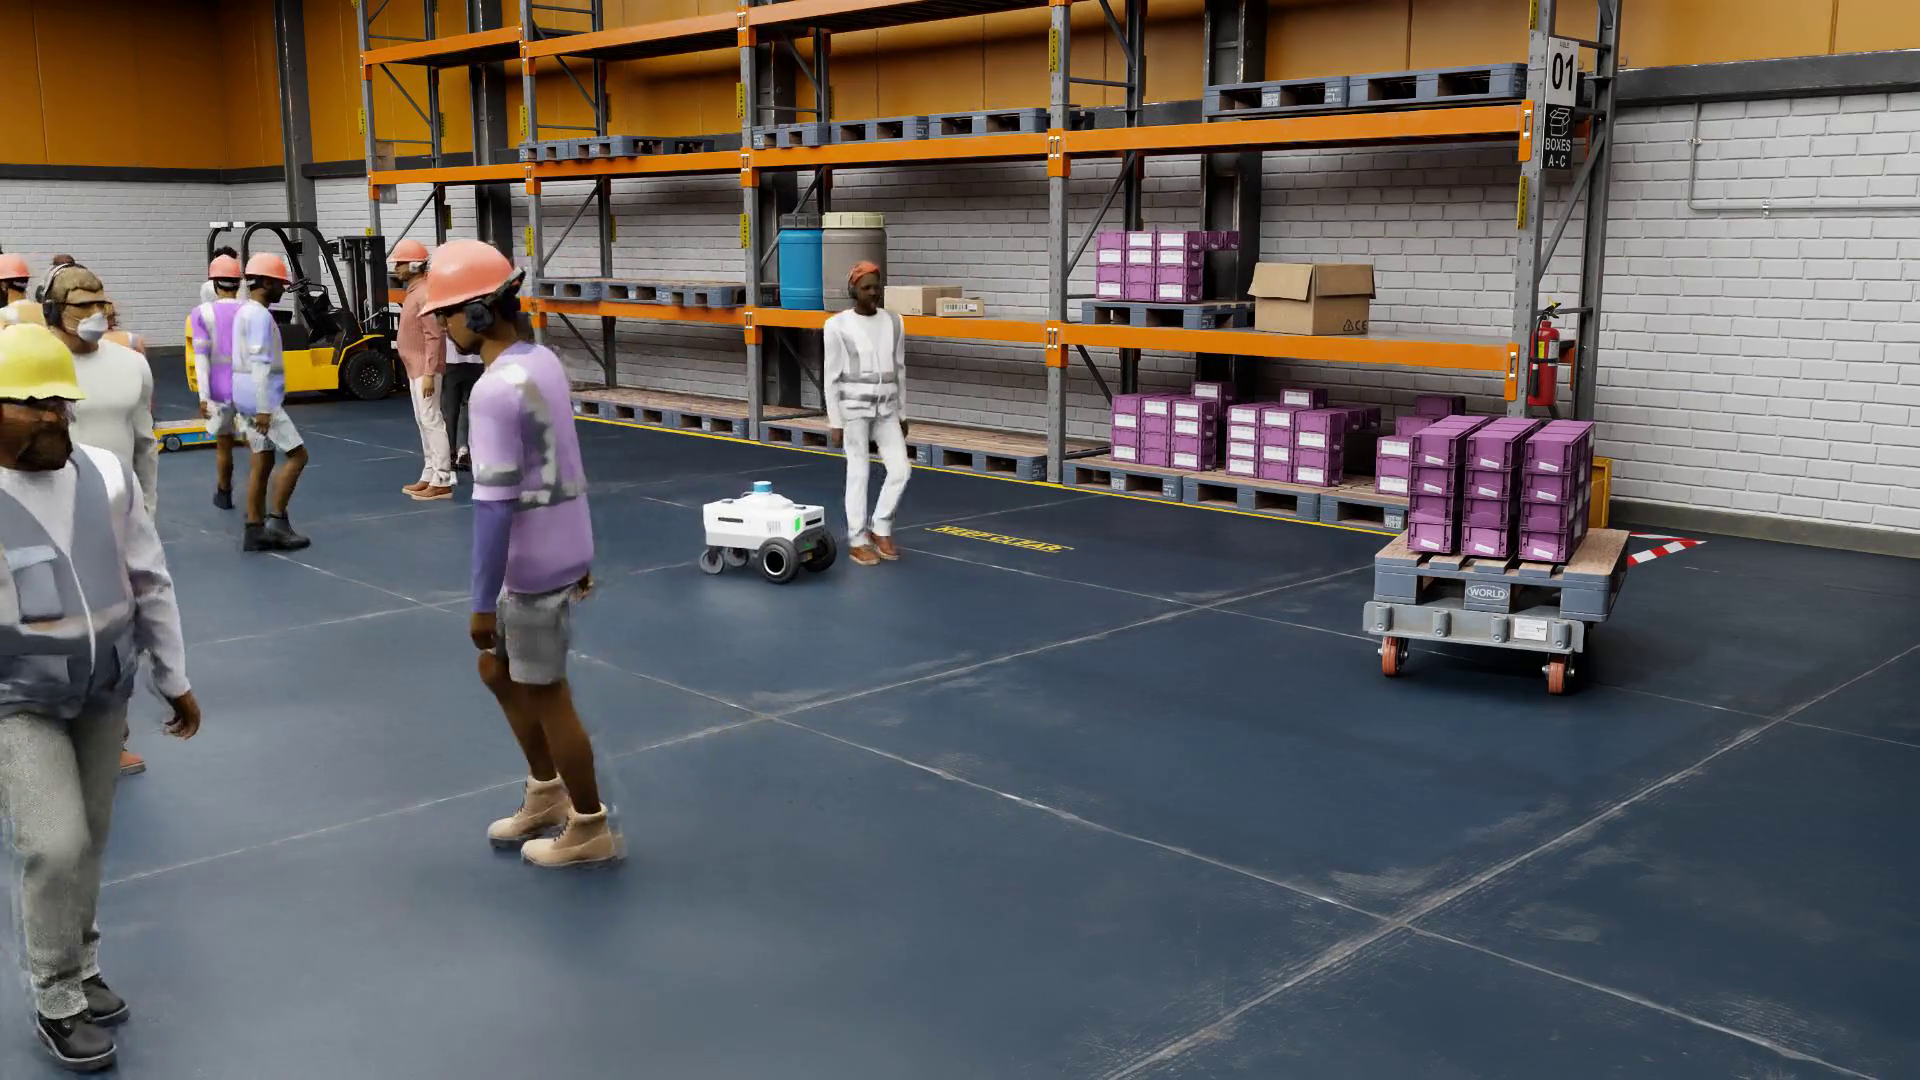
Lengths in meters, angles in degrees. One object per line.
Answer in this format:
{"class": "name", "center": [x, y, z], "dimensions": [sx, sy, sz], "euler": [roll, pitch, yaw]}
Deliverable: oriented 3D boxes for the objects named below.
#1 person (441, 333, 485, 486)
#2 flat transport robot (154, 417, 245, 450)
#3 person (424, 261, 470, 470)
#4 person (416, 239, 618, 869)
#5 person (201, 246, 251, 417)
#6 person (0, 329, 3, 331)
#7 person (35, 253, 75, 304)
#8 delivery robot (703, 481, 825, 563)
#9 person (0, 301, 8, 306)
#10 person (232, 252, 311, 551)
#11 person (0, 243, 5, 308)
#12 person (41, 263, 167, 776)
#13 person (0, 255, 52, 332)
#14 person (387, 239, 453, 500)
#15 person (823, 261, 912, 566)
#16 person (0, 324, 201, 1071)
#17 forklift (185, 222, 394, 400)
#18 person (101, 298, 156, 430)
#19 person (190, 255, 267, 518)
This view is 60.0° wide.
{"class": "person", "center": [-4.041, -1.411, 13.567], "dimensions": [0.587, 1.920, 0.393], "euler": [-6, 12, -31]}
{"class": "flat transport robot", "center": [-7.366, -1.029, 15.983], "dimensions": [0.652, 0.197, 1.431], "euler": [10, 14, 43]}
{"class": "person", "center": [-4.481, -1.513, 14.443], "dimensions": [0.510, 1.815, 0.930], "euler": [-5, 12, -27]}
{"class": "person", "center": [-1.376, 0.088, 5.175], "dimensions": [0.619, 2.001, 0.659], "euler": [0, 10, -2]}
{"class": "person", "center": [-7.627, -2.137, 17.545], "dimensions": [0.615, 1.925, 0.959], "euler": [-10, 14, -43]}
{"class": "person", "center": [-4.813, -0.426, 8.376], "dimensions": [0.596, 1.863, 0.693], "euler": [1, 10, 7]}
{"class": "person", "center": [-9.836, -2.245, 18.374], "dimensions": [0.528, 1.827, 0.646], "euler": [7, 12, 33]}
{"class": "delivery robot", "center": [-1.173, -0.106, 9.919], "dimensions": [0.707, 0.478, 0.477], "euler": [5, 12, 26]}
{"class": "person", "center": [-6.782, -1.111, 12.251], "dimensions": [0.770, 1.823, 0.554], "euler": [-4, 11, -22]}
{"class": "person", "center": [-4.433, -0.880, 10.697], "dimensions": [0.553, 1.906, 0.576], "euler": [-6, 12, -31]}
{"class": "person", "center": [-14.142, -3.474, 24.488], "dimensions": [0.692, 2.000, 0.682], "euler": [-3, 11, -16]}
{"class": "person", "center": [-3.280, -0.064, 6.234], "dimensions": [0.480, 1.925, 0.629], "euler": [6, 12, 31]}
{"class": "person", "center": [-6.515, -1.016, 11.507], "dimensions": [0.900, 1.886, 0.560], "euler": [2, 11, 9]}
{"class": "person", "center": [-4.144, -1.303, 12.773], "dimensions": [0.396, 1.992, 0.623], "euler": [-5, 12, -27]}
{"class": "person", "center": [-0.540, -0.759, 10.156], "dimensions": [0.608, 1.862, 0.471], "euler": [-7, 12, -33]}
{"class": "person", "center": [-2.187, 0.382, 4.086], "dimensions": [0.628, 1.809, 0.613], "euler": [6, 12, 28]}
{"class": "forklift", "center": [-8.169, -2.758, 20.163], "dimensions": [2.313, 2.155, 1.214], "euler": [-10, 14, -44]}
{"class": "person", "center": [-5.744, -0.840, 11.240], "dimensions": [0.552, 1.619, 0.391], "euler": [-9, 14, -41]}
{"class": "person", "center": [-5.232, -1.106, 12.018], "dimensions": [0.566, 1.882, 1.020], "euler": [-8, 13, -35]}
